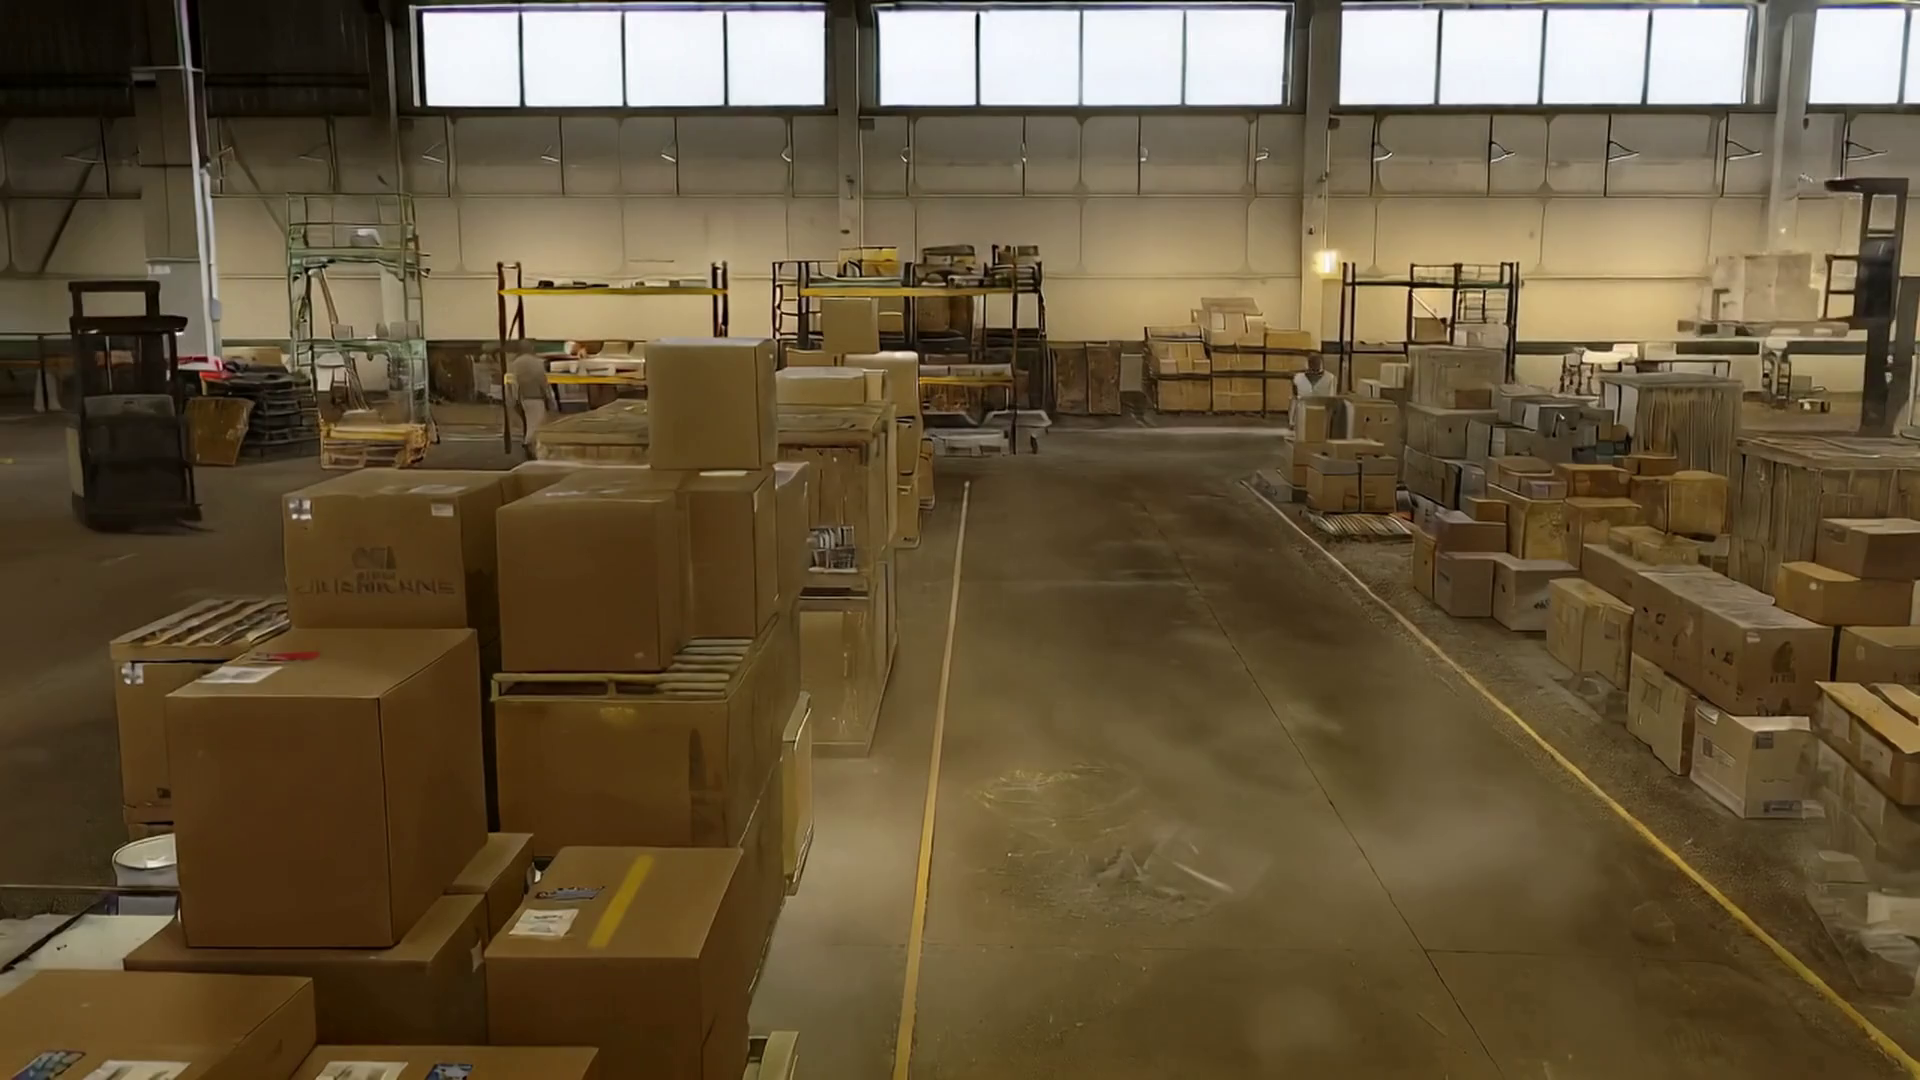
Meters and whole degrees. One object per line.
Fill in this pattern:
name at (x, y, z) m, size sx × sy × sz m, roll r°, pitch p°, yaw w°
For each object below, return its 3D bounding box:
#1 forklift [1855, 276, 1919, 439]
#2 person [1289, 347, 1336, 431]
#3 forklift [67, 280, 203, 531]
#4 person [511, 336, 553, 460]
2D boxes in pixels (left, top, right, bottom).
forklift at (14.742, -2.791, 26.351) m, size 1.873 × 2.768 × 1.129 m, roll 0°, pitch 9°, yaw 1°
person at (4.773, -1.664, 22.524) m, size 0.617 × 1.899 × 0.514 m, roll 2°, pitch 10°, yaw 13°
forklift at (-9.776, -1.639, 19.455) m, size 1.129 × 2.768 × 1.873 m, roll -7°, pitch 12°, yaw -36°
person at (-6.549, -2.150, 25.382) m, size 0.638 × 1.916 × 0.699 m, roll 5°, pitch 11°, yaw 29°
